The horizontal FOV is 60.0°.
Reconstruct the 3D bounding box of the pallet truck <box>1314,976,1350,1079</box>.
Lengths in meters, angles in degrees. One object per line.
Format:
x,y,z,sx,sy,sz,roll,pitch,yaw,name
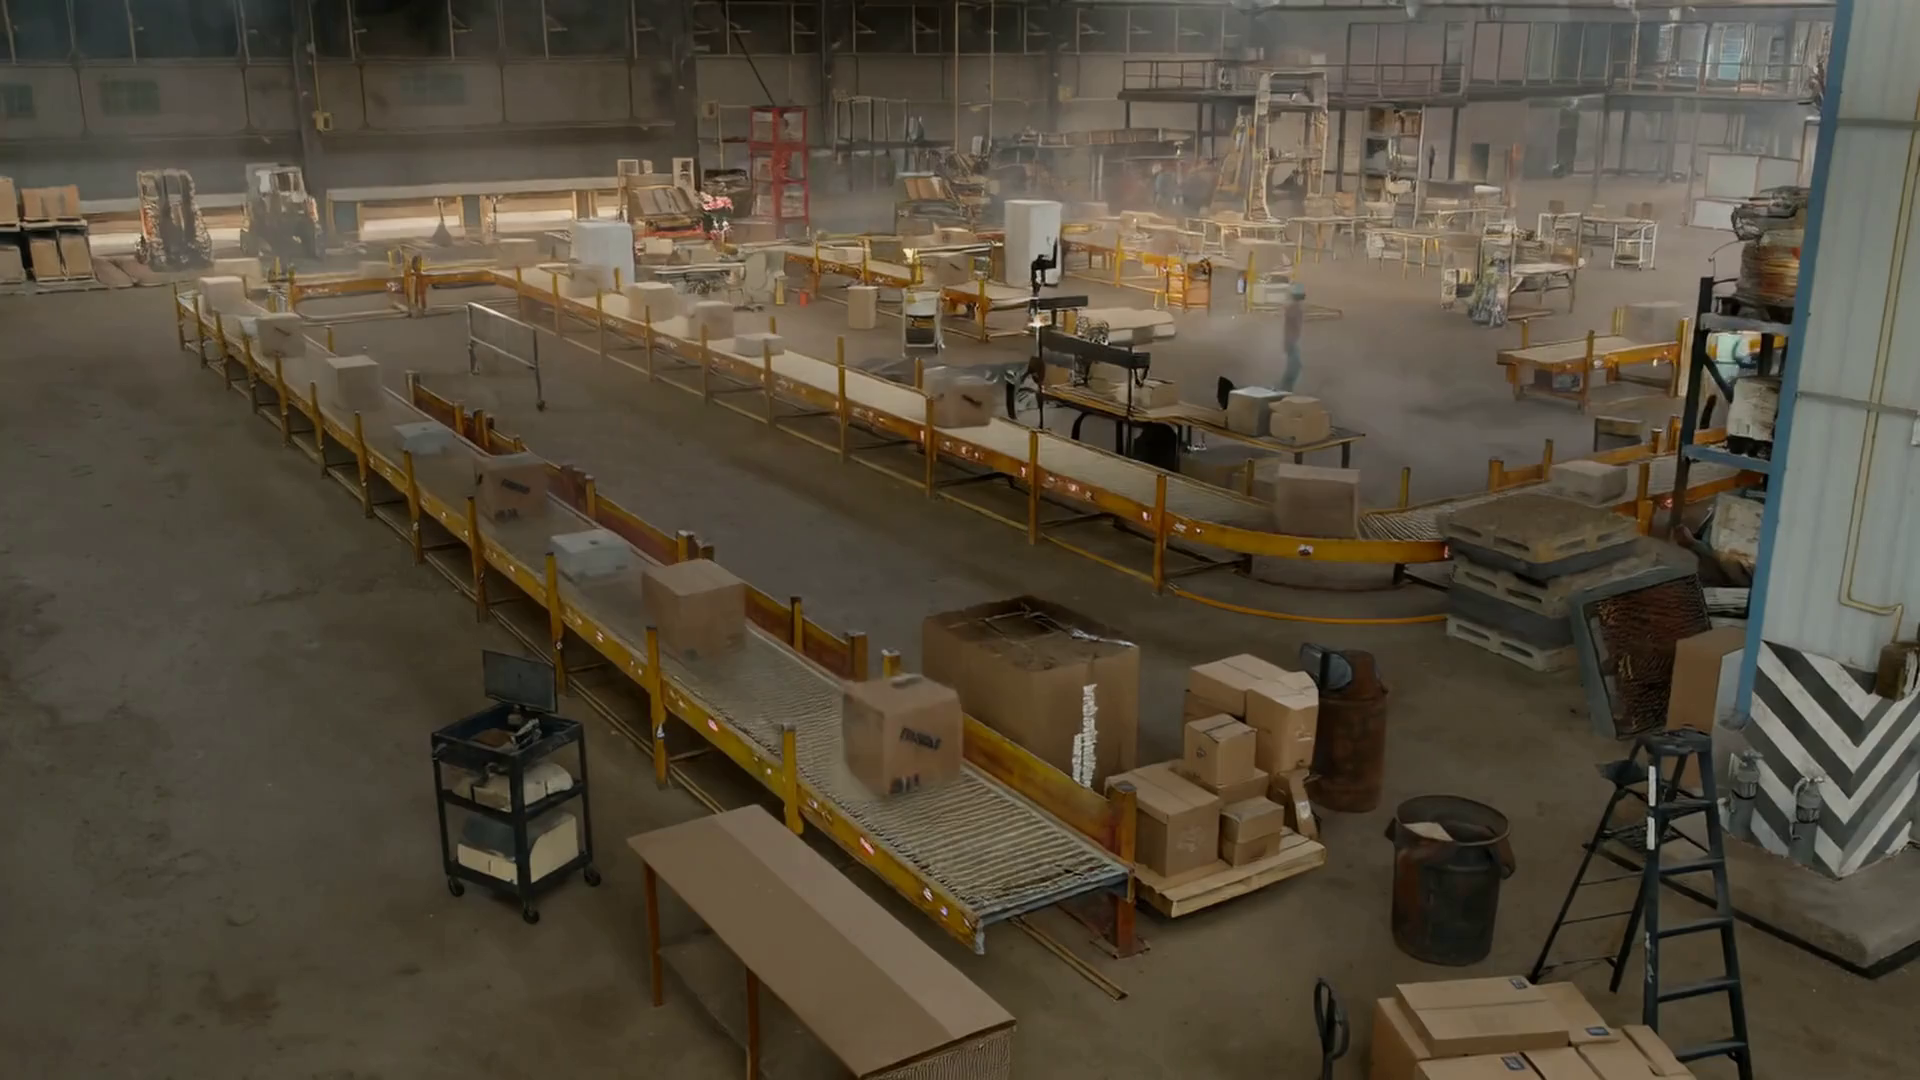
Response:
2.299,2.390,7.086,1.601,1.201,0.680,-2,17,-7,pallet truck

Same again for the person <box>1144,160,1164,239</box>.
5.090,-8.682,42.555,0.687,2.028,0.629,3,17,8,person

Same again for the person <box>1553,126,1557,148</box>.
25.187,-17.069,70.733,0.656,1.867,0.969,11,20,33,person

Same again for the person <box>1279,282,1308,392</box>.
4.645,-2.707,23.127,0.364,1.754,0.545,9,19,27,person

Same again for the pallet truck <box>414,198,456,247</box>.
-13.250,-8.060,41.856,0.680,1.201,1.601,-10,20,-31,pallet truck

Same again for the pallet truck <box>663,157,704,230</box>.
-7.586,-9.308,44.692,0.823,1.965,1.885,-11,20,-33,pallet truck

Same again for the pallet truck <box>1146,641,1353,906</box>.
1.664,1.407,10.232,1.630,1.274,0.653,-10,20,-31,pallet truck

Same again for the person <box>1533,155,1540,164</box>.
22.708,-15.636,66.058,0.996,1.813,0.538,1,17,5,person

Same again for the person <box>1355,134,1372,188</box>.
14.021,-13.214,57.906,0.615,1.867,0.525,-10,20,-31,person

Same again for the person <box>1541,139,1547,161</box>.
22.649,-14.967,64.199,0.853,1.592,0.500,-3,17,-9,person

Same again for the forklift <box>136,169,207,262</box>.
-17.842,-7.318,37.559,1.157,1.987,2.680,-10,20,-31,forklift

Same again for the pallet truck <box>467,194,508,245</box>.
-11.983,-8.177,42.137,0.704,1.261,1.522,-11,20,-33,pallet truck

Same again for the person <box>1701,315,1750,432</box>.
9.907,-2.116,21.344,0.881,1.645,0.537,-9,19,-28,person

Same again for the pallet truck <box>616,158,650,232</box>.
-8.918,-9.176,44.255,0.823,1.965,1.885,-9,19,-27,pallet truck

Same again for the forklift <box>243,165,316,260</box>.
-15.898,-7.669,38.708,1.157,1.987,2.680,-11,20,-33,forklift

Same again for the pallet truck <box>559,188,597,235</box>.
-10.010,-8.652,43.699,0.653,1.274,1.630,-10,20,-31,pallet truck
